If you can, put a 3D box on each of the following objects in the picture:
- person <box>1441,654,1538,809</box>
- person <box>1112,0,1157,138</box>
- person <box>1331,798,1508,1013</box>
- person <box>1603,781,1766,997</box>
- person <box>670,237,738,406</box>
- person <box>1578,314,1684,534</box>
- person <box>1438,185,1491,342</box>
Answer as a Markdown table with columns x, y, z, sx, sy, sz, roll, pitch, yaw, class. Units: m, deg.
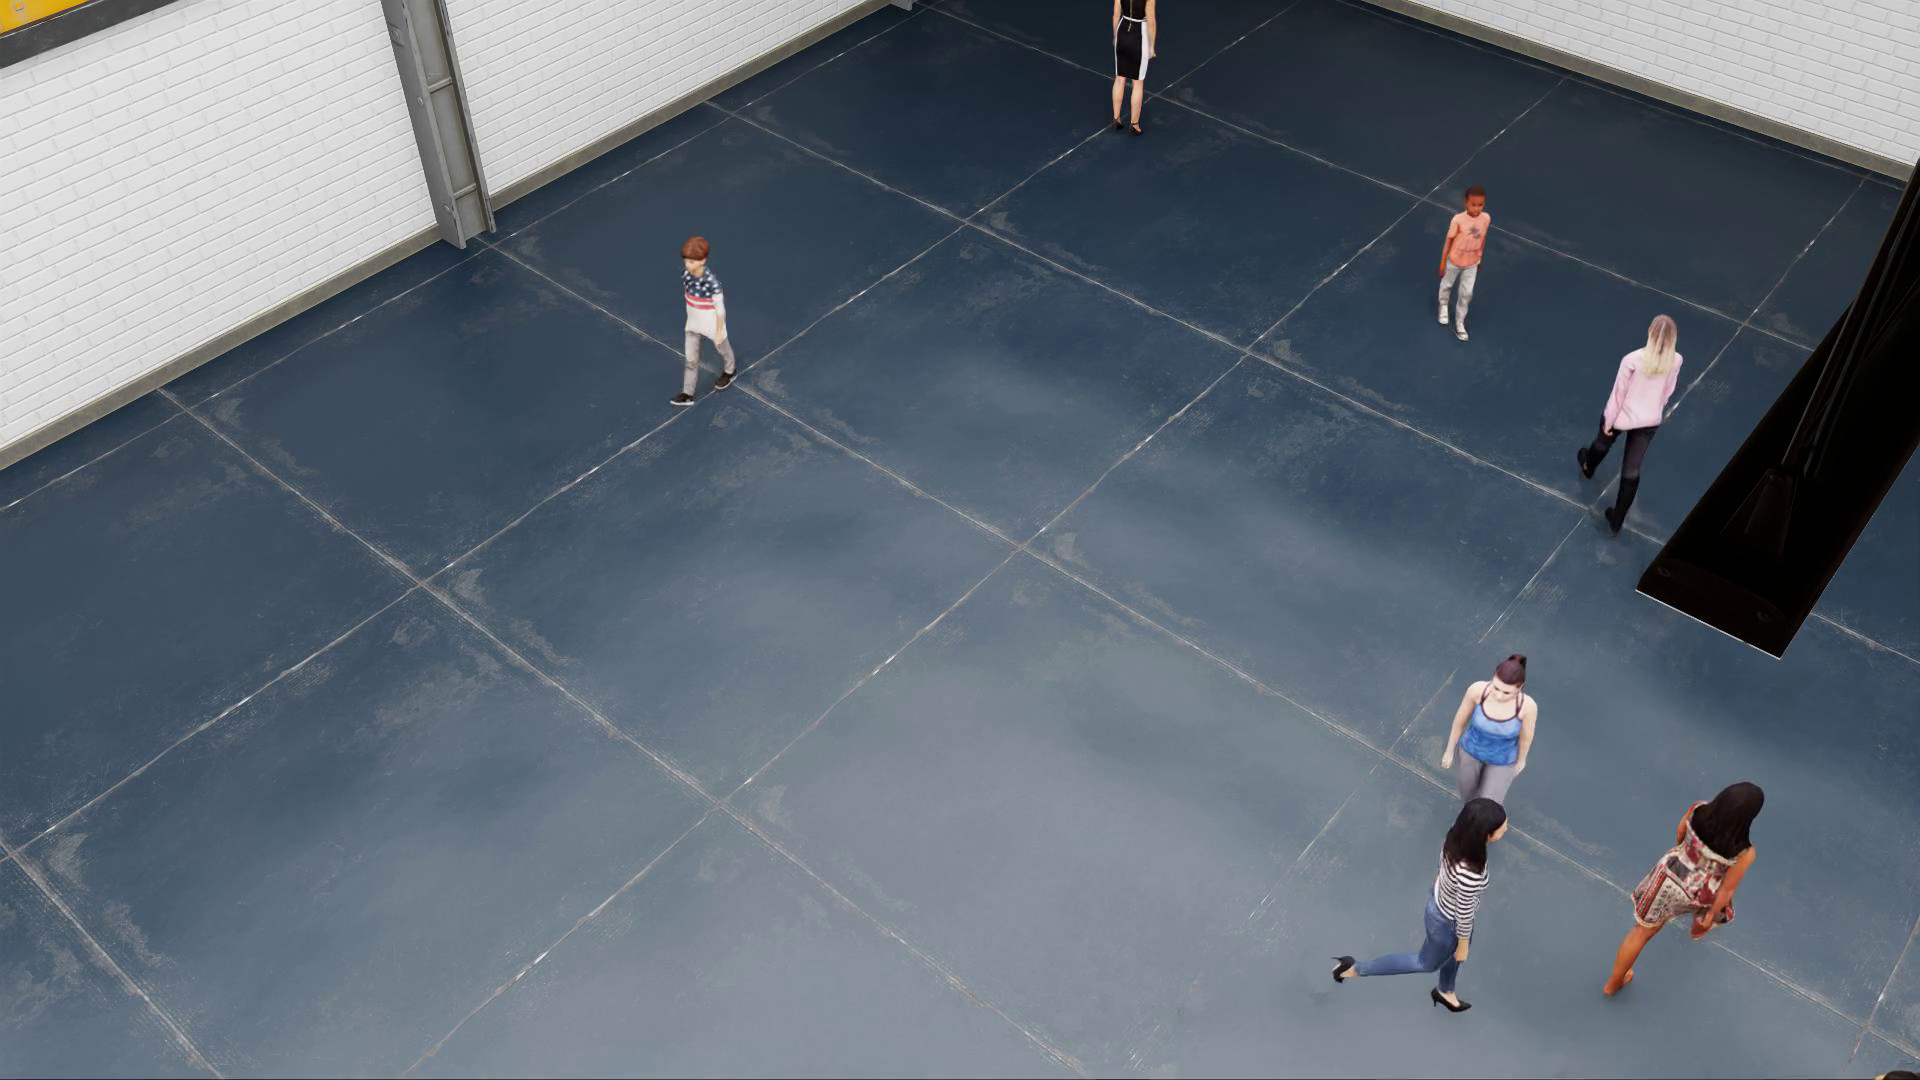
| x | y | z | sx | sy | sz | roll | pitch | yaw | class |
| --- | --- | --- | --- | --- | --- | --- | --- | --- | --- |
| 3.071 | 1.191 | 9.595 | 0.600 | 1.595 | 0.595 | 26 | 49 | 25 | person |
| 1.614 | -4.622 | 15.552 | 0.603 | 1.792 | 0.512 | 25 | 49 | 24 | person |
| 2.458 | 1.959 | 8.659 | 0.982 | 1.773 | 1.059 | 6 | 44 | 6 | person |
| 3.827 | 1.887 | 8.872 | 1.200 | 1.583 | 0.765 | -29 | 51 | -27 | person |
| -1.912 | -1.724 | 12.789 | 0.648 | 1.408 | 0.945 | 20 | 47 | 20 | person |
| 4.732 | -0.791 | 11.640 | 1.052 | 1.642 | 1.179 | 1 | 44 | 1 | person |
| 4.064 | -2.326 | 13.505 | 0.759 | 1.293 | 0.851 | 2 | 44 | 2 | person |
